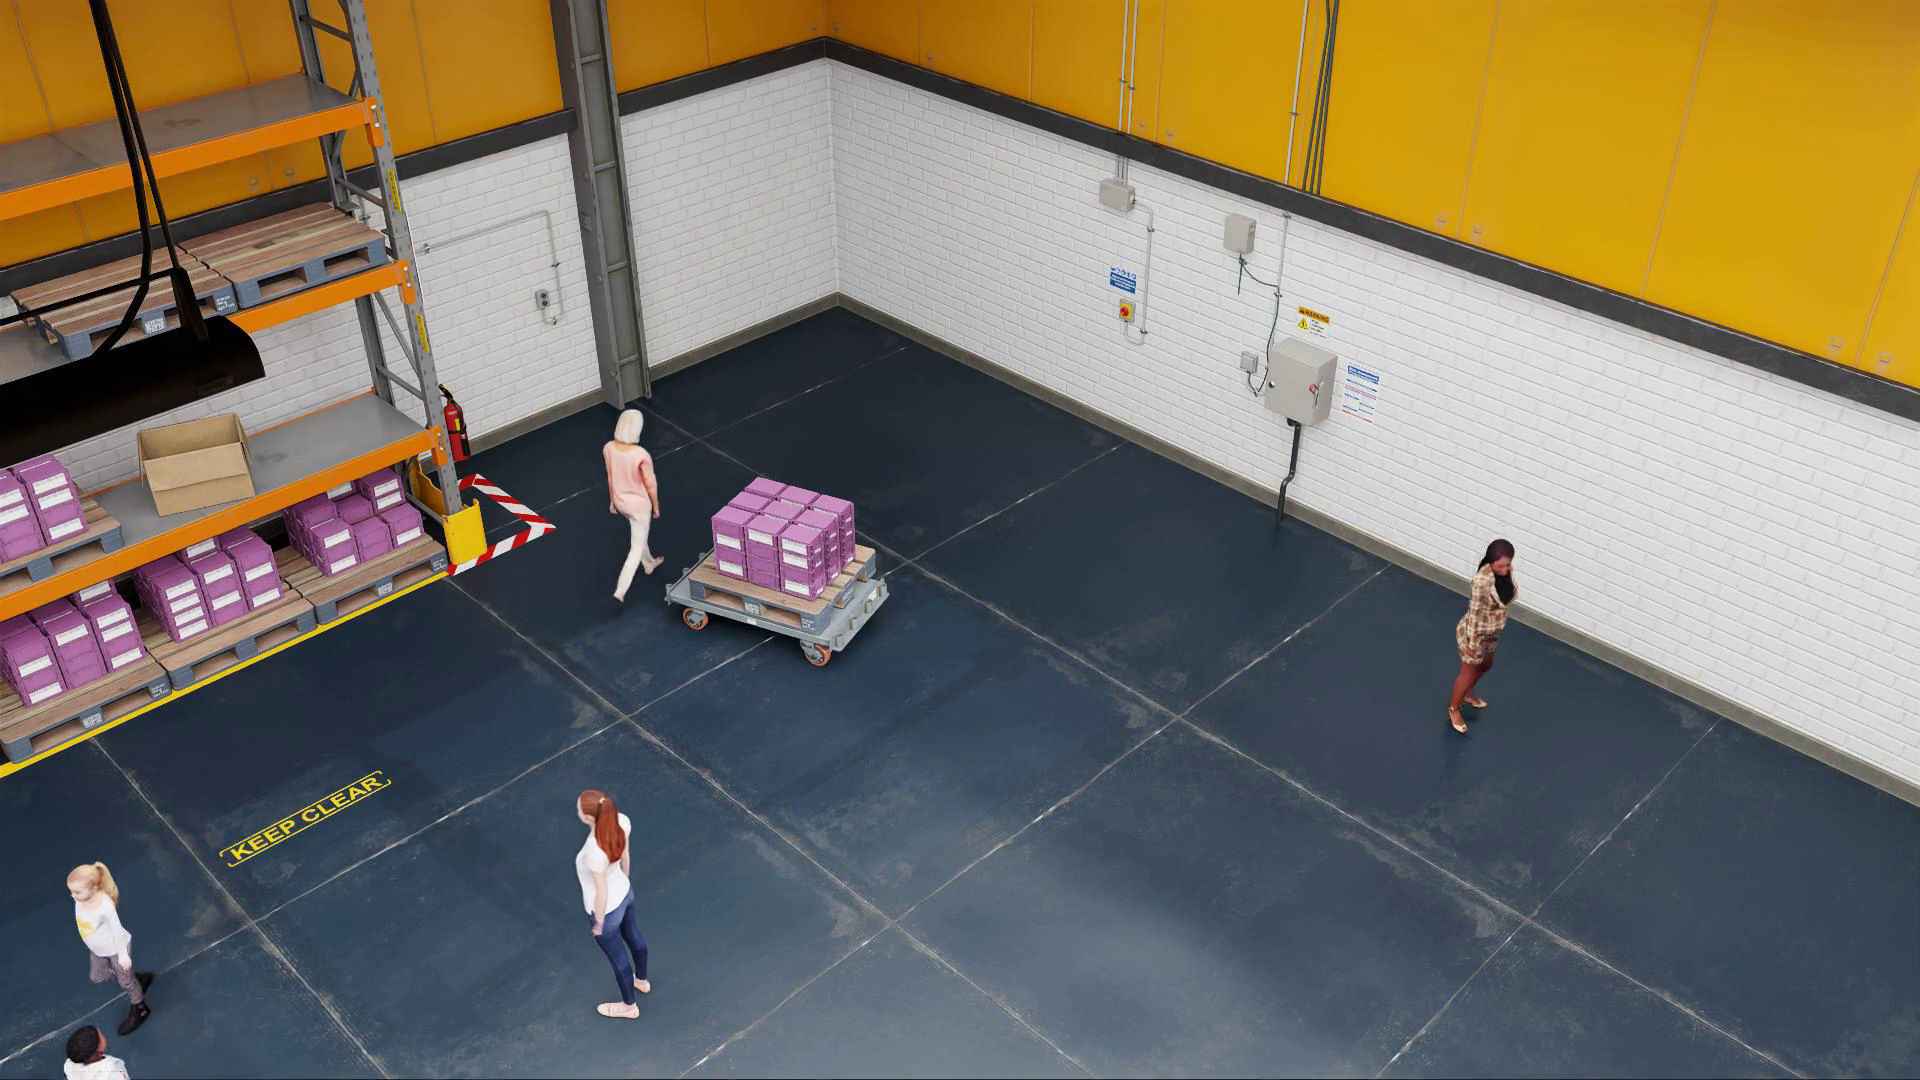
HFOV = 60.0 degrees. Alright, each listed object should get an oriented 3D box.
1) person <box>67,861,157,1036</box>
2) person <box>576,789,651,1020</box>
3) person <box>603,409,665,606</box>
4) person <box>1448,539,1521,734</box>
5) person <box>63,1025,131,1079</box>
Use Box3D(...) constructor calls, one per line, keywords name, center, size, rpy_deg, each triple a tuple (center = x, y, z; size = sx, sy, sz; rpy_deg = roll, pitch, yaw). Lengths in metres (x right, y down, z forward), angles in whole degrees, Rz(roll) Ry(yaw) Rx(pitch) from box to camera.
Box3D(name="person", center=(-5.089, 2.407, 10.051), size=(0.581, 1.274, 0.660), rpy_deg=(17, 37, 24))
Box3D(name="person", center=(-2.075, 2.174, 9.981), size=(0.710, 1.739, 0.610), rpy_deg=(9, 35, 13))
Box3D(name="person", center=(-2.726, -0.251, 13.675), size=(0.881, 1.689, 1.170), rpy_deg=(12, 36, 18))
Box3D(name="person", center=(3.812, 0.674, 12.213), size=(0.792, 1.768, 0.543), rpy_deg=(23, 40, 30))
Box3D(name="person", center=(-4.624, 3.123, 9.002), size=(0.749, 1.244, 0.860), rpy_deg=(5, 34, 8))
